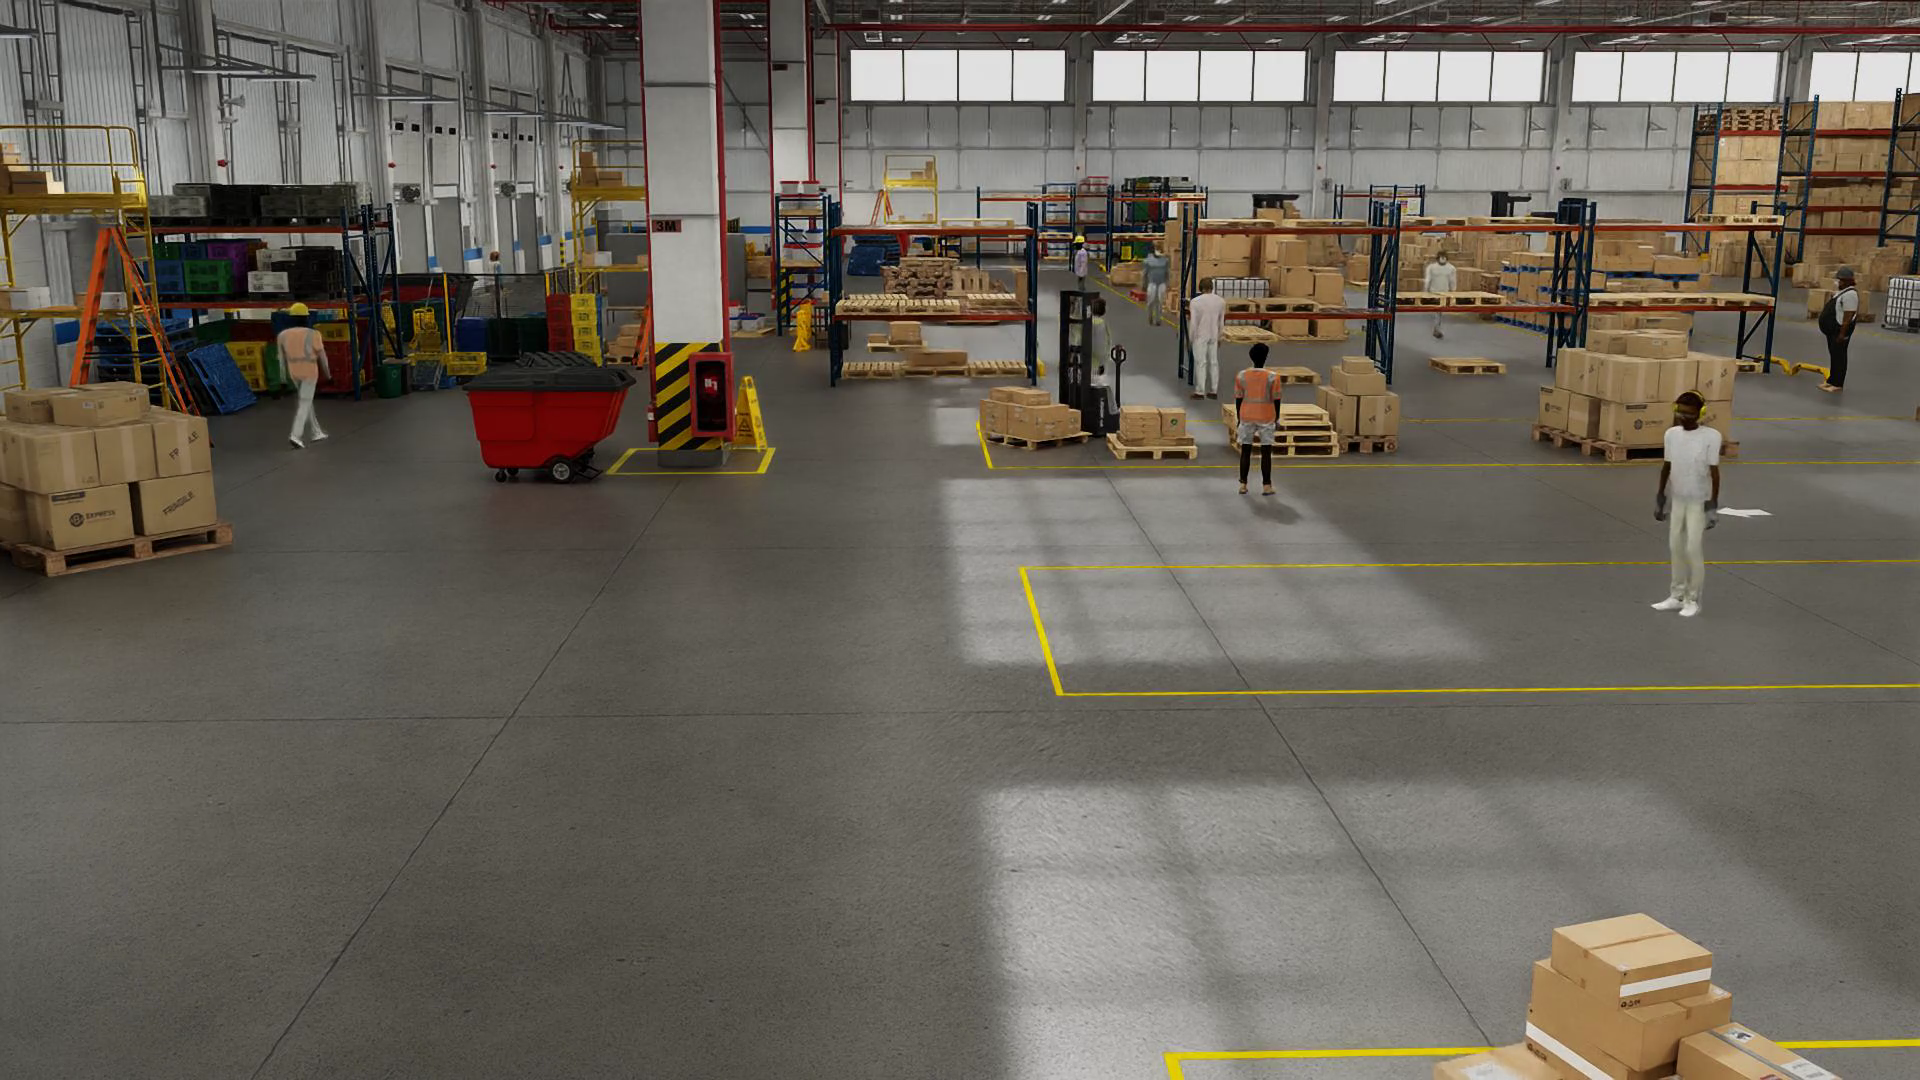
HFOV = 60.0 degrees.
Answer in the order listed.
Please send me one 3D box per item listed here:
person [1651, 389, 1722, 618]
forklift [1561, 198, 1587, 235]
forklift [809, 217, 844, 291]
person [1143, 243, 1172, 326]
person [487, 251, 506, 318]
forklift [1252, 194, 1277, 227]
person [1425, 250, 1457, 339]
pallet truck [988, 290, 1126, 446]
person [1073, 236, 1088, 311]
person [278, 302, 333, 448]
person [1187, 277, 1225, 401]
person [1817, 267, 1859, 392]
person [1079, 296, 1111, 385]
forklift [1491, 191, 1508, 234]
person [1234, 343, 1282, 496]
[{"bbox_3d":[5.853,-0.295,13.410,0.368,1.852,0.544,-8,15,-31],"label":"person"},{"bbox_3d":[17.204,-8.212,46.797,1.873,2.768,1.129,0,12,-2],"label":"forklift"},{"bbox_3d":[-4.375,-8.619,48.637,1.873,2.768,1.129,0,12,-2],"label":"forklift"},{"bbox_3d":[4.585,-5.904,38.577,0.648,1.915,0.688,0,12,-1],"label":"person"},{"bbox_3d":[-11.412,-6.263,40.855,0.518,1.633,0.313,11,17,41],"label":"person"},{"bbox_3d":[10.004,-10.032,55.017,1.873,2.768,1.129,-6,14,-25],"label":"forklift"},{"bbox_3d":[10.385,-5.310,35.964,0.647,1.893,1.011,0,12,0],"label":"person"},{"bbox_3d":[1.257,-2.299,22.111,1.885,1.965,0.823,-9,15,-35],"label":"pallet truck"},{"bbox_3d":[3.103,-6.873,42.921,0.388,1.927,0.589,0,12,0],"label":"person"},{"bbox_3d":[-8.615,-2.162,21.772,0.591,1.888,0.989,3,13,12],"label":"person"},{"bbox_3d":[3.863,-3.163,26.147,0.634,1.936,0.351,-6,14,-25],"label":"person"},{"bbox_3d":[14.318,-3.440,27.163,0.538,2.000,0.684,4,13,16],"label":"person"},{"bbox_3d":[1.880,-2.543,23.602,0.590,1.824,0.633,-5,13,-20],"label":"person"},{"bbox_3d":[20.318,-11.776,62.890,1.873,2.768,1.129,0,12,-2],"label":"forklift"},{"bbox_3d":[3.302,-1.337,18.447,0.535,1.700,0.318,5,13,21],"label":"person"}]
